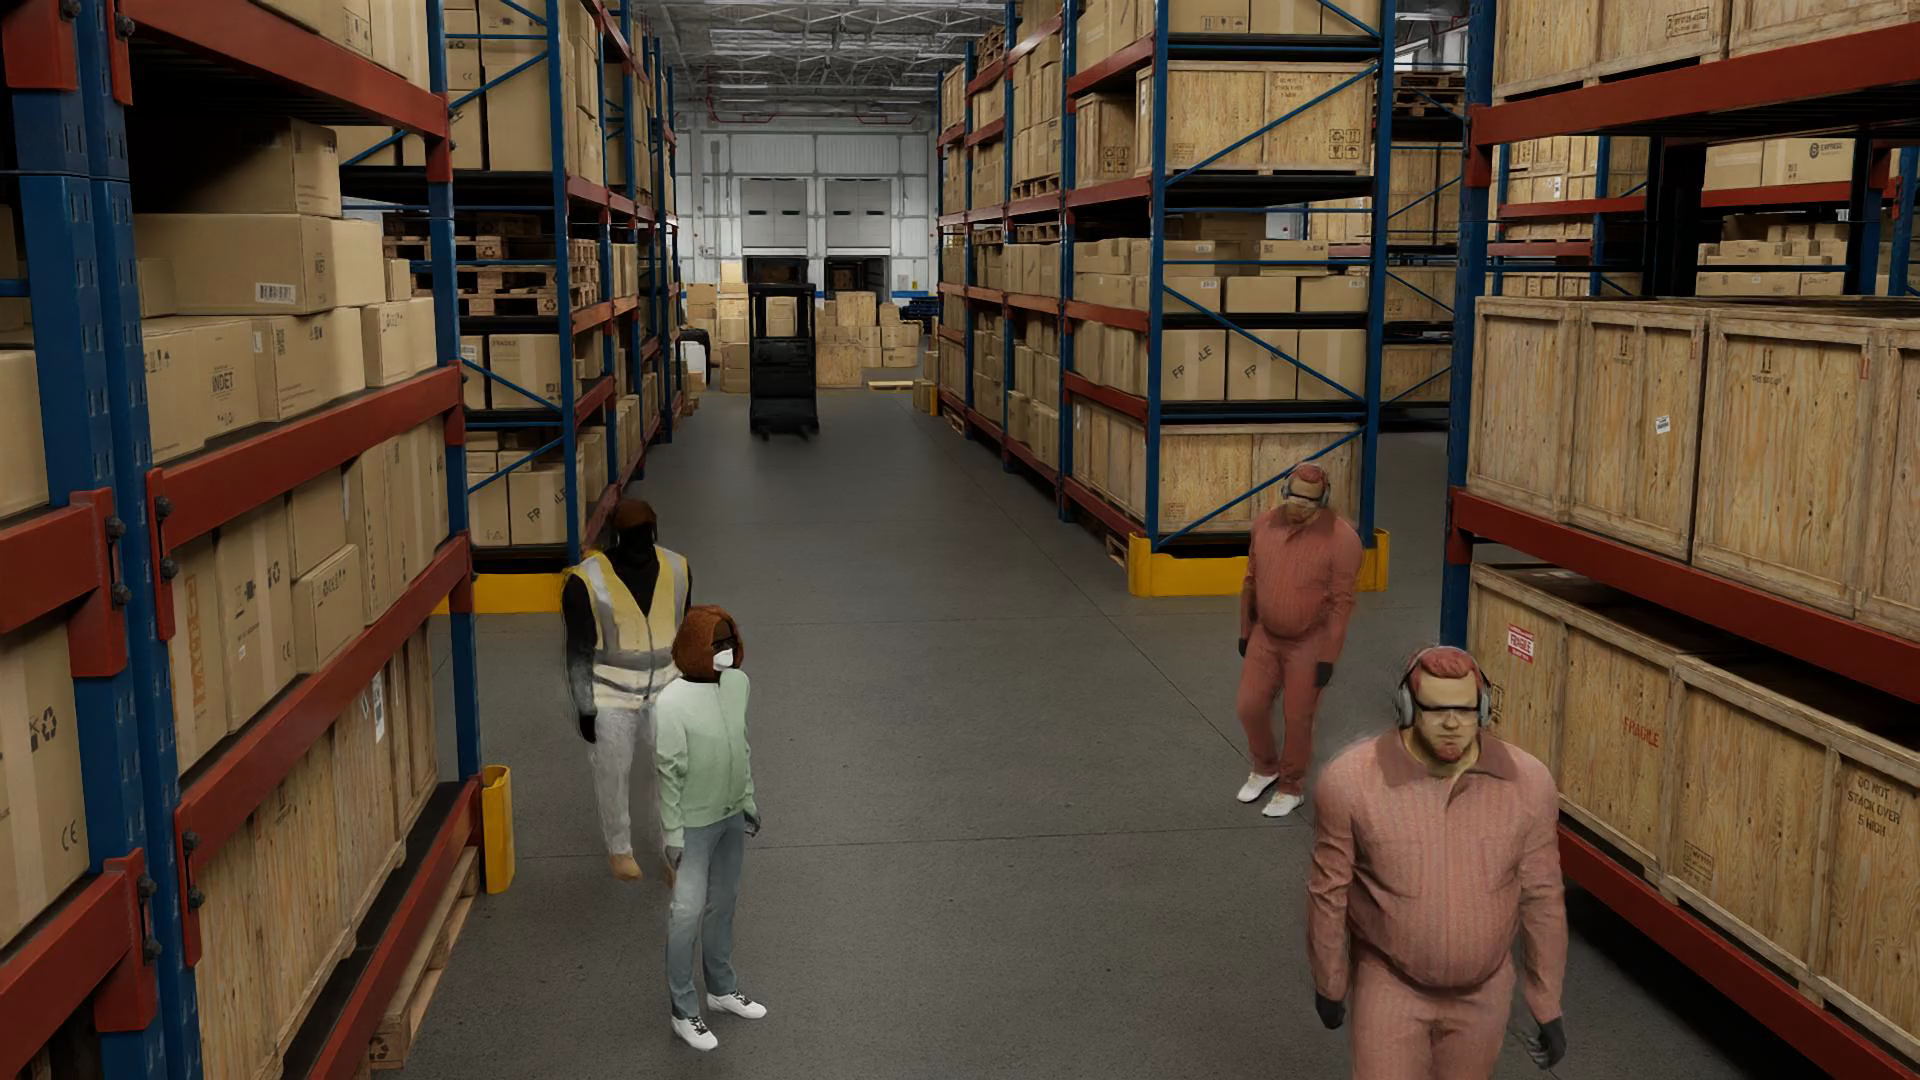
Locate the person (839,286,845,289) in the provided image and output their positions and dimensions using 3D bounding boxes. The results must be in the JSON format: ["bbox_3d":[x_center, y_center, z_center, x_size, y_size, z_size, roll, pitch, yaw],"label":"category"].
[{"bbox_3d":[-4.585,-8.864,63.642,0.683,1.671,0.553,8,13,39],"label":"person"}]

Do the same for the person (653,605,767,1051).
[{"bbox_3d":[-0.923,1.037,6.151,0.276,1.633,0.507,6,11,30],"label":"person"}]

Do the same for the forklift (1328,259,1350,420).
[{"bbox_3d":[4.701,-2.373,22.383,1.129,2.768,1.873,2,10,10],"label":"forklift"}]

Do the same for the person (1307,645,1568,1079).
[{"bbox_3d":[1.279,1.214,4.404,0.649,1.885,0.679,0,10,-2],"label":"person"}]

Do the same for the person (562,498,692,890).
[{"bbox_3d":[-1.436,0.717,7.502,0.652,1.805,0.817,-6,11,-31],"label":"person"}]

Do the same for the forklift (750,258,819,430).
[{"bbox_3d":[-2.978,-3.311,27.840,1.129,2.768,1.873,-1,10,-7],"label":"forklift"}]

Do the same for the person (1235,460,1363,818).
[{"bbox_3d":[1.696,0.517,8.496,0.689,1.874,0.413,8,13,41],"label":"person"}]

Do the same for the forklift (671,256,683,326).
[{"bbox_3d":[-11.356,-9.574,64.303,1.129,2.768,1.873,-1,10,-7],"label":"forklift"}]

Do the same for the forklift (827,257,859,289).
[{"bbox_3d":[-3.284,-6.565,46.785,1.129,2.768,1.873,-1,10,-7],"label":"forklift"}]

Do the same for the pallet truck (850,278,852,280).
[{"bbox_3d":[-3.782,-9.391,65.808,1.885,1.965,0.823,2,10,10],"label":"pallet truck"}]
